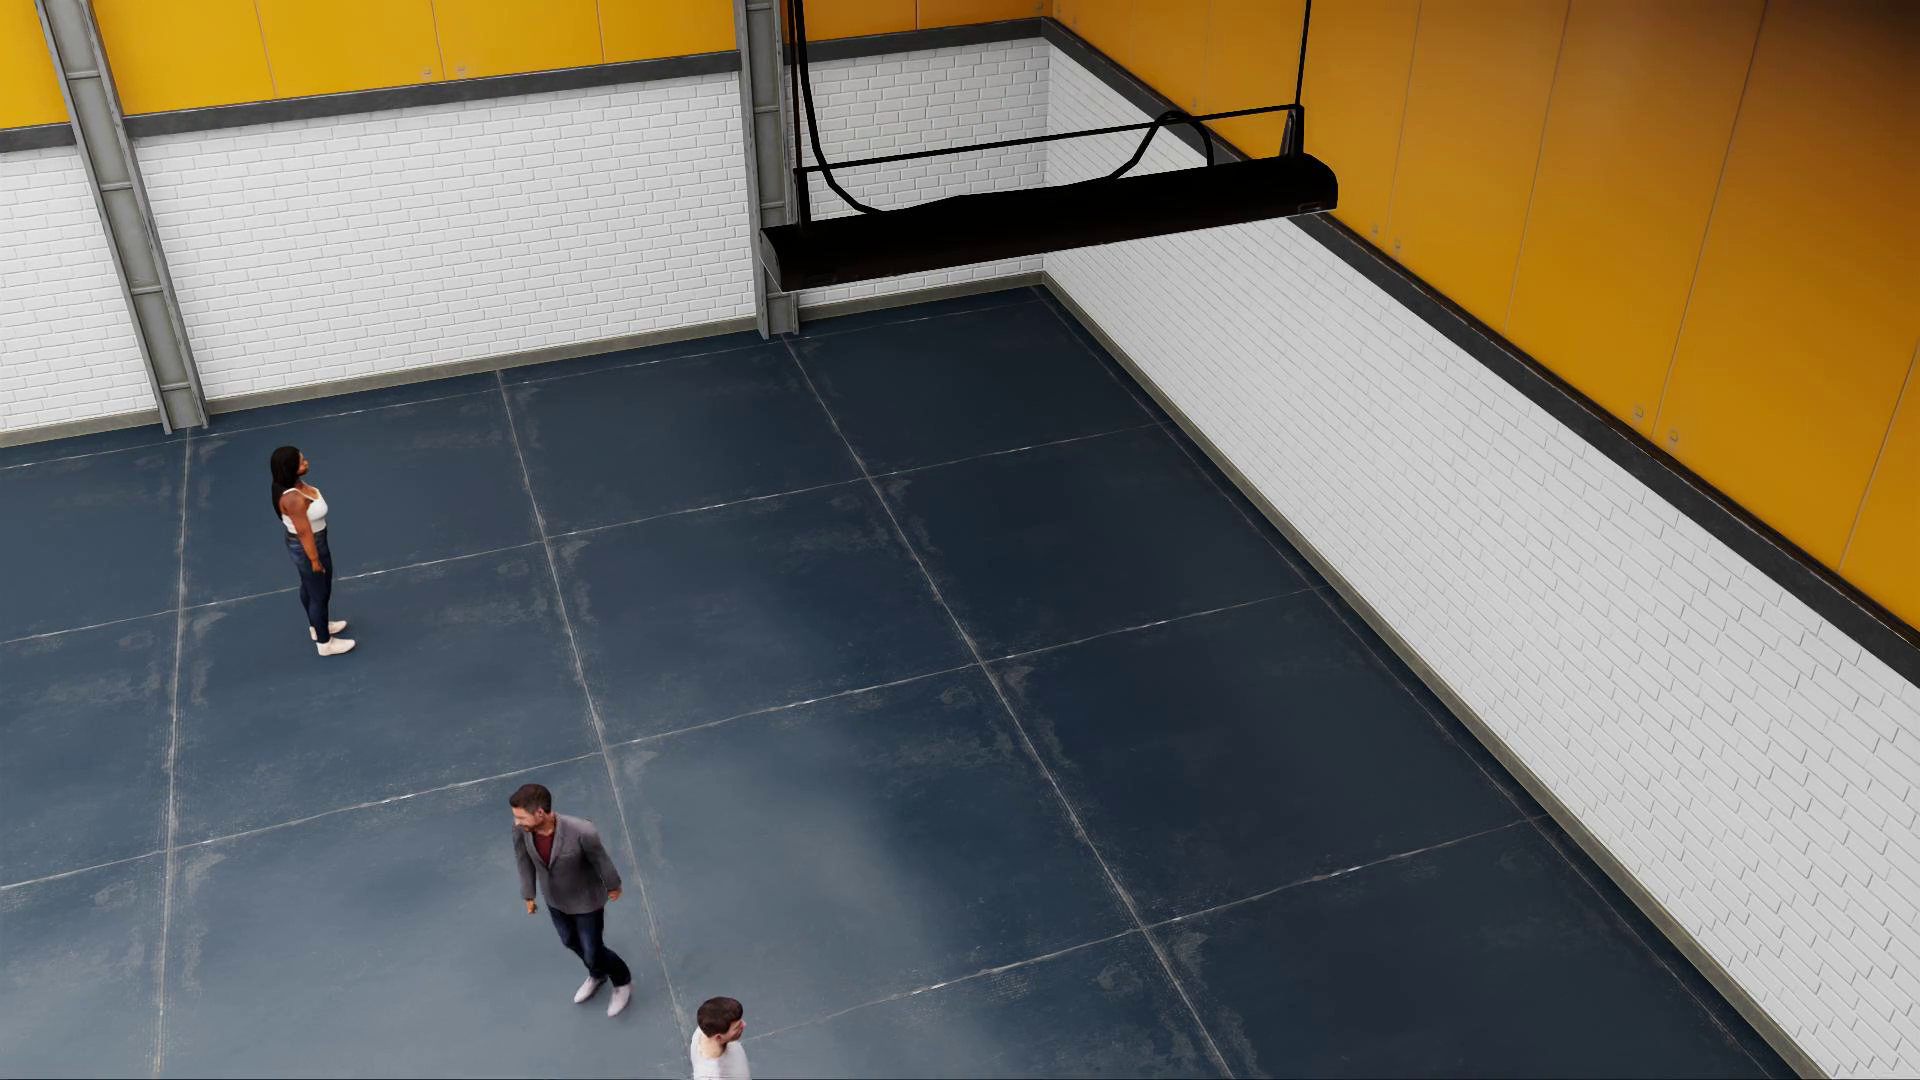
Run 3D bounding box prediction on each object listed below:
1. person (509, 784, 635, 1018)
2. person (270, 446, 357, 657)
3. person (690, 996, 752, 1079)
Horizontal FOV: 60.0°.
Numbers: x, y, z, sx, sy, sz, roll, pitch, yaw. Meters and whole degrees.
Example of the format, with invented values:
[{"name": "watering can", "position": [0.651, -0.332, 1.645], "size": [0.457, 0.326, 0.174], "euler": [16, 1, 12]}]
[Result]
[{"name": "person", "position": [-2.254, 2.084, 9.887], "size": [0.840, 1.828, 0.915], "euler": [4, 34, 6]}, {"name": "person", "position": [-5.085, 0.066, 12.940], "size": [0.632, 1.809, 0.663], "euler": [-17, 37, -23]}, {"name": "person", "position": [-1.267, 3.004, 8.493], "size": [0.708, 1.838, 0.657], "euler": [-8, 34, -12]}]
